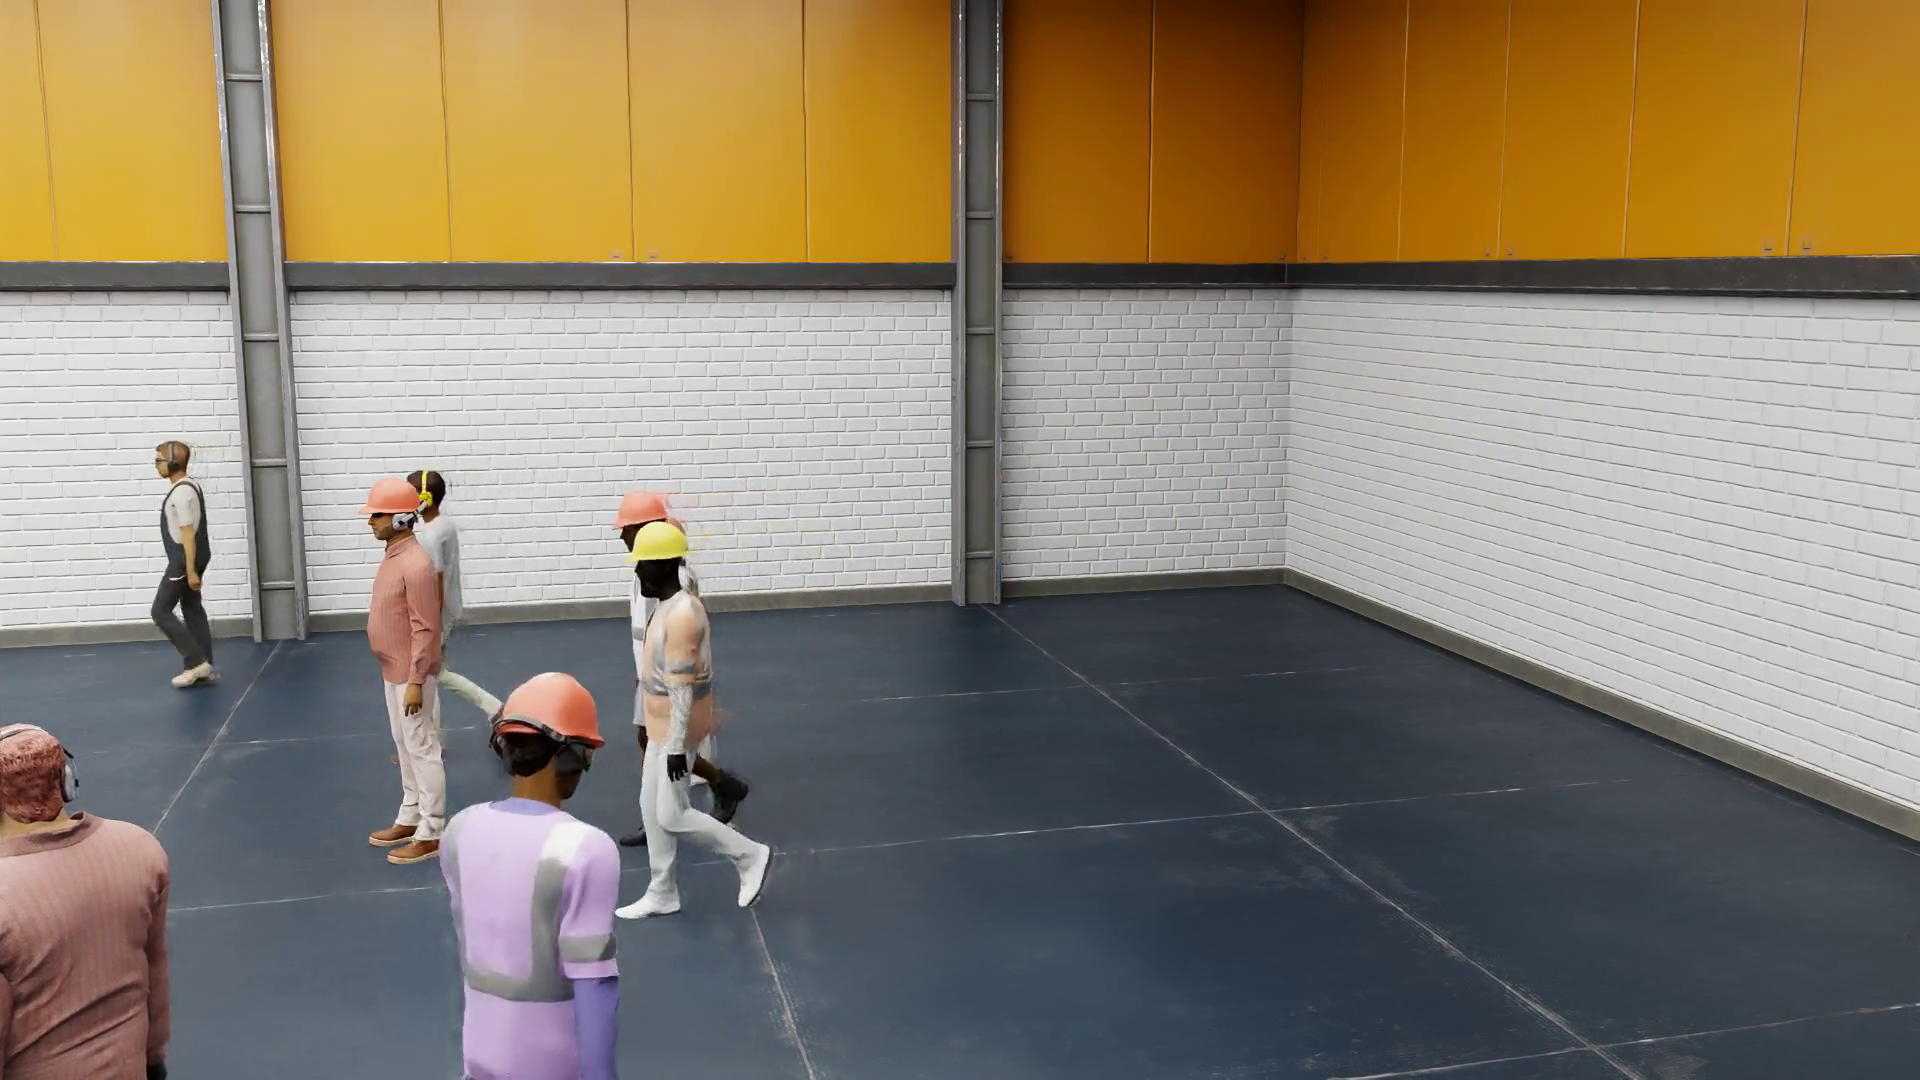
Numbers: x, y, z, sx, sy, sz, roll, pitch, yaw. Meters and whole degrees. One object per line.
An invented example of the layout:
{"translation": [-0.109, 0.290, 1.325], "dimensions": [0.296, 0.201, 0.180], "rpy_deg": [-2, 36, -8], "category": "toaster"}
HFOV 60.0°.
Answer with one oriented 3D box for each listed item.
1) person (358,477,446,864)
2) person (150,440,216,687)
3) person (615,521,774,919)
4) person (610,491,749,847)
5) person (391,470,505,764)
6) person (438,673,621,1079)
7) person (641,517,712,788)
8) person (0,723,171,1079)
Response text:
{"translation": [-2.879, 0.666, 8.630], "dimensions": [0.375, 1.995, 0.611], "rpy_deg": [-6, 11, -33], "category": "person"}
{"translation": [-5.703, 0.181, 12.174], "dimensions": [0.422, 1.829, 0.520], "rpy_deg": [-2, 9, -12], "category": "person"}
{"translation": [-1.272, 0.851, 7.759], "dimensions": [0.639, 1.902, 0.595], "rpy_deg": [-3, 10, -19], "category": "person"}
{"translation": [-1.523, 0.681, 8.828], "dimensions": [0.601, 1.911, 0.549], "rpy_deg": [-5, 10, -27], "category": "person"}
{"translation": [-3.170, 0.477, 10.283], "dimensions": [0.671, 1.850, 0.513], "rpy_deg": [-2, 9, -10], "category": "person"}
{"translation": [-1.061, 1.347, 4.452], "dimensions": [0.680, 1.966, 1.037], "rpy_deg": [5, 11, 30], "category": "person"}
{"translation": [-1.699, 0.674, 9.736], "dimensions": [0.528, 1.618, 0.516], "rpy_deg": [-4, 10, -25], "category": "person"}
{"translation": [-2.332, 1.408, 4.286], "dimensions": [0.400, 1.903, 0.645], "rpy_deg": [4, 10, 21], "category": "person"}
